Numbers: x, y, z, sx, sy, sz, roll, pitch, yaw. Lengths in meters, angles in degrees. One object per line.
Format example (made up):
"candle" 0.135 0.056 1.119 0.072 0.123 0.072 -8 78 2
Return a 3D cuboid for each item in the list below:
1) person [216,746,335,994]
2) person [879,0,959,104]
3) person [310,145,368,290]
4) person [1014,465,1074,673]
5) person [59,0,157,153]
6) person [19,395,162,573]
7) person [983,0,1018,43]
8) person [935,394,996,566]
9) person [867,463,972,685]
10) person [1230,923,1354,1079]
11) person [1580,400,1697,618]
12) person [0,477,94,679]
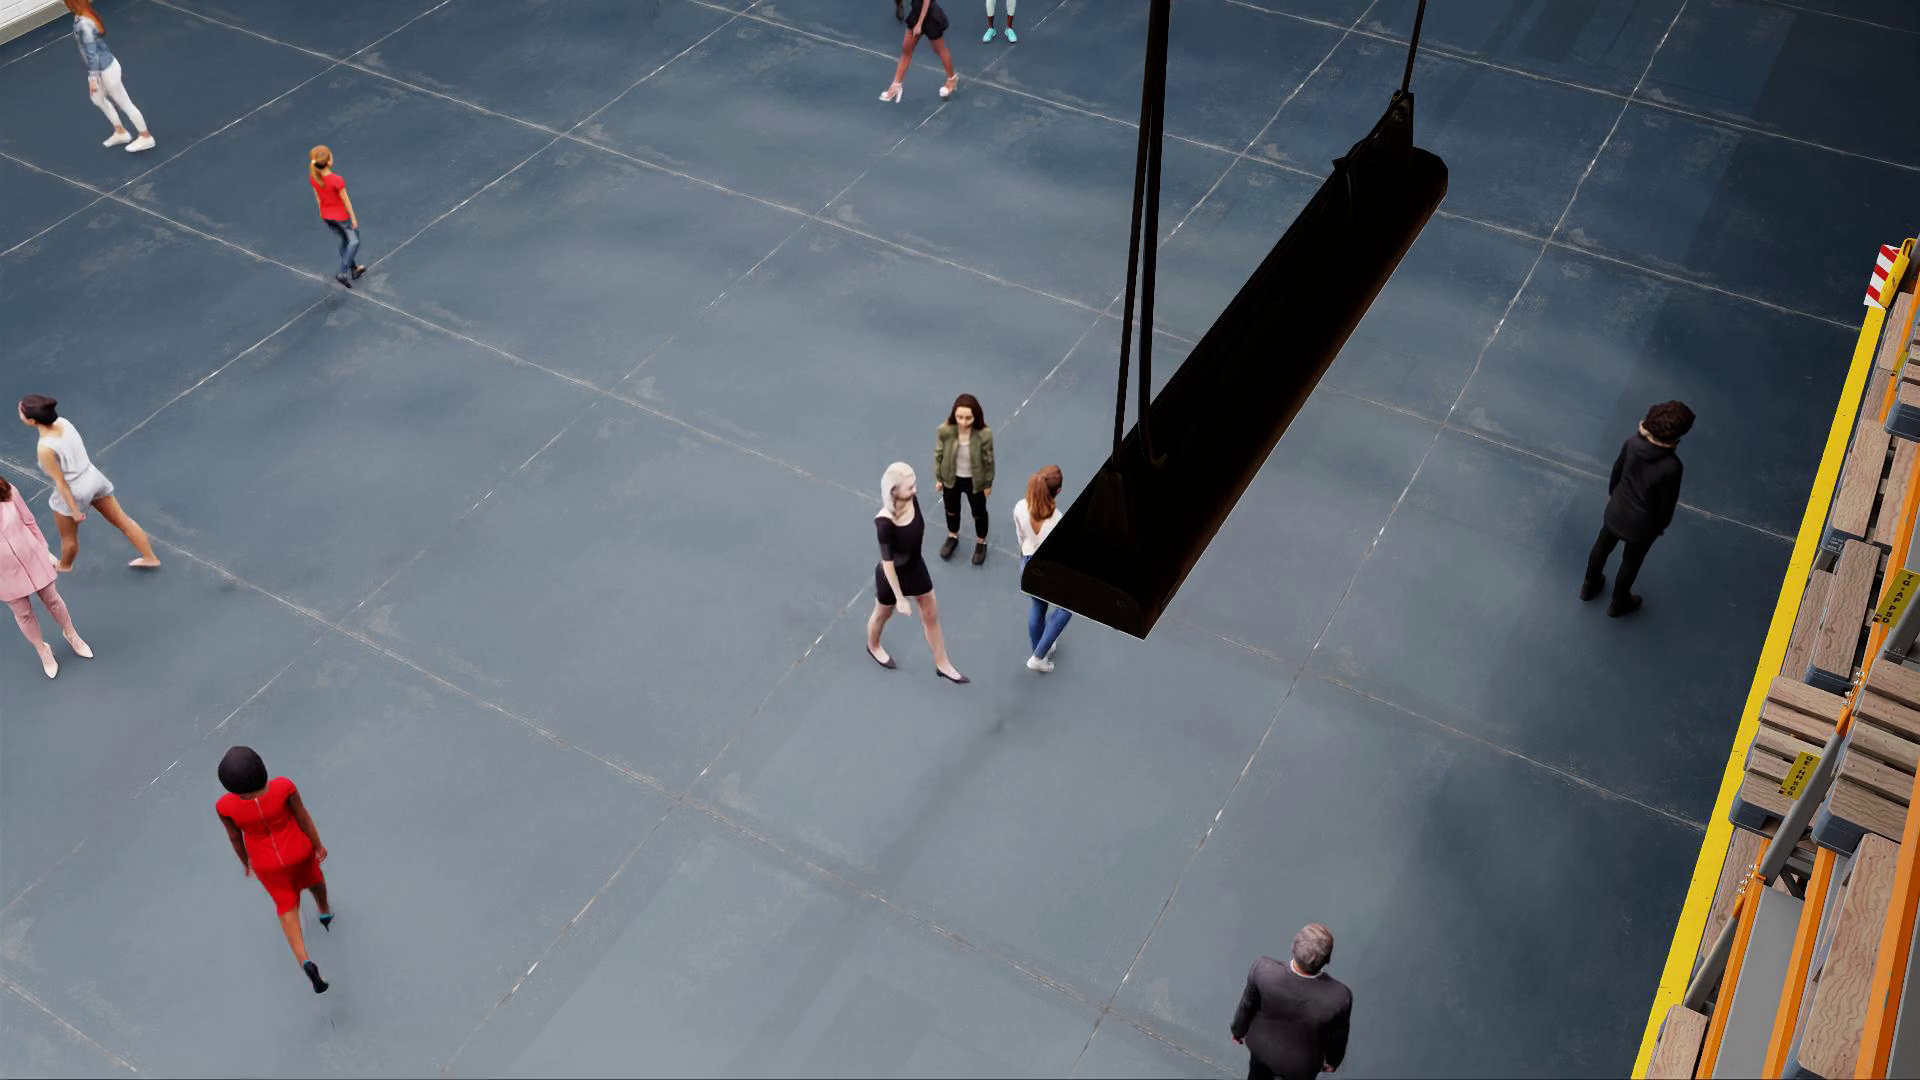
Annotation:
"person" -3.688 1.797 9.090 1.020 1.721 0.994 -18 46 -18
"person" -0.251 -5.106 16.321 1.132 1.742 0.886 -23 48 -22
"person" -5.327 -2.718 14.136 0.584 1.299 0.764 10 45 10
"person" 0.509 0.256 10.714 0.656 1.713 0.708 28 50 26
"person" -7.960 -4.446 15.670 0.816 1.685 0.761 -23 48 -22
"person" -5.975 -0.342 11.447 0.960 1.568 1.058 2 44 2
"person" 0.454 -6.023 17.296 0.647 1.724 0.669 0 44 0
"person" 0.033 -0.439 11.617 0.624 1.474 0.584 10 45 10
"person" -0.474 0.195 10.713 0.693 1.802 0.944 25 49 24
"person" 1.601 2.547 8.239 0.794 1.810 1.115 17 46 17
"person" 4.535 -0.205 11.149 0.727 1.780 0.717 -28 50 -26
"person" -6.107 0.150 10.760 0.553 1.803 0.732 -33 53 -30
